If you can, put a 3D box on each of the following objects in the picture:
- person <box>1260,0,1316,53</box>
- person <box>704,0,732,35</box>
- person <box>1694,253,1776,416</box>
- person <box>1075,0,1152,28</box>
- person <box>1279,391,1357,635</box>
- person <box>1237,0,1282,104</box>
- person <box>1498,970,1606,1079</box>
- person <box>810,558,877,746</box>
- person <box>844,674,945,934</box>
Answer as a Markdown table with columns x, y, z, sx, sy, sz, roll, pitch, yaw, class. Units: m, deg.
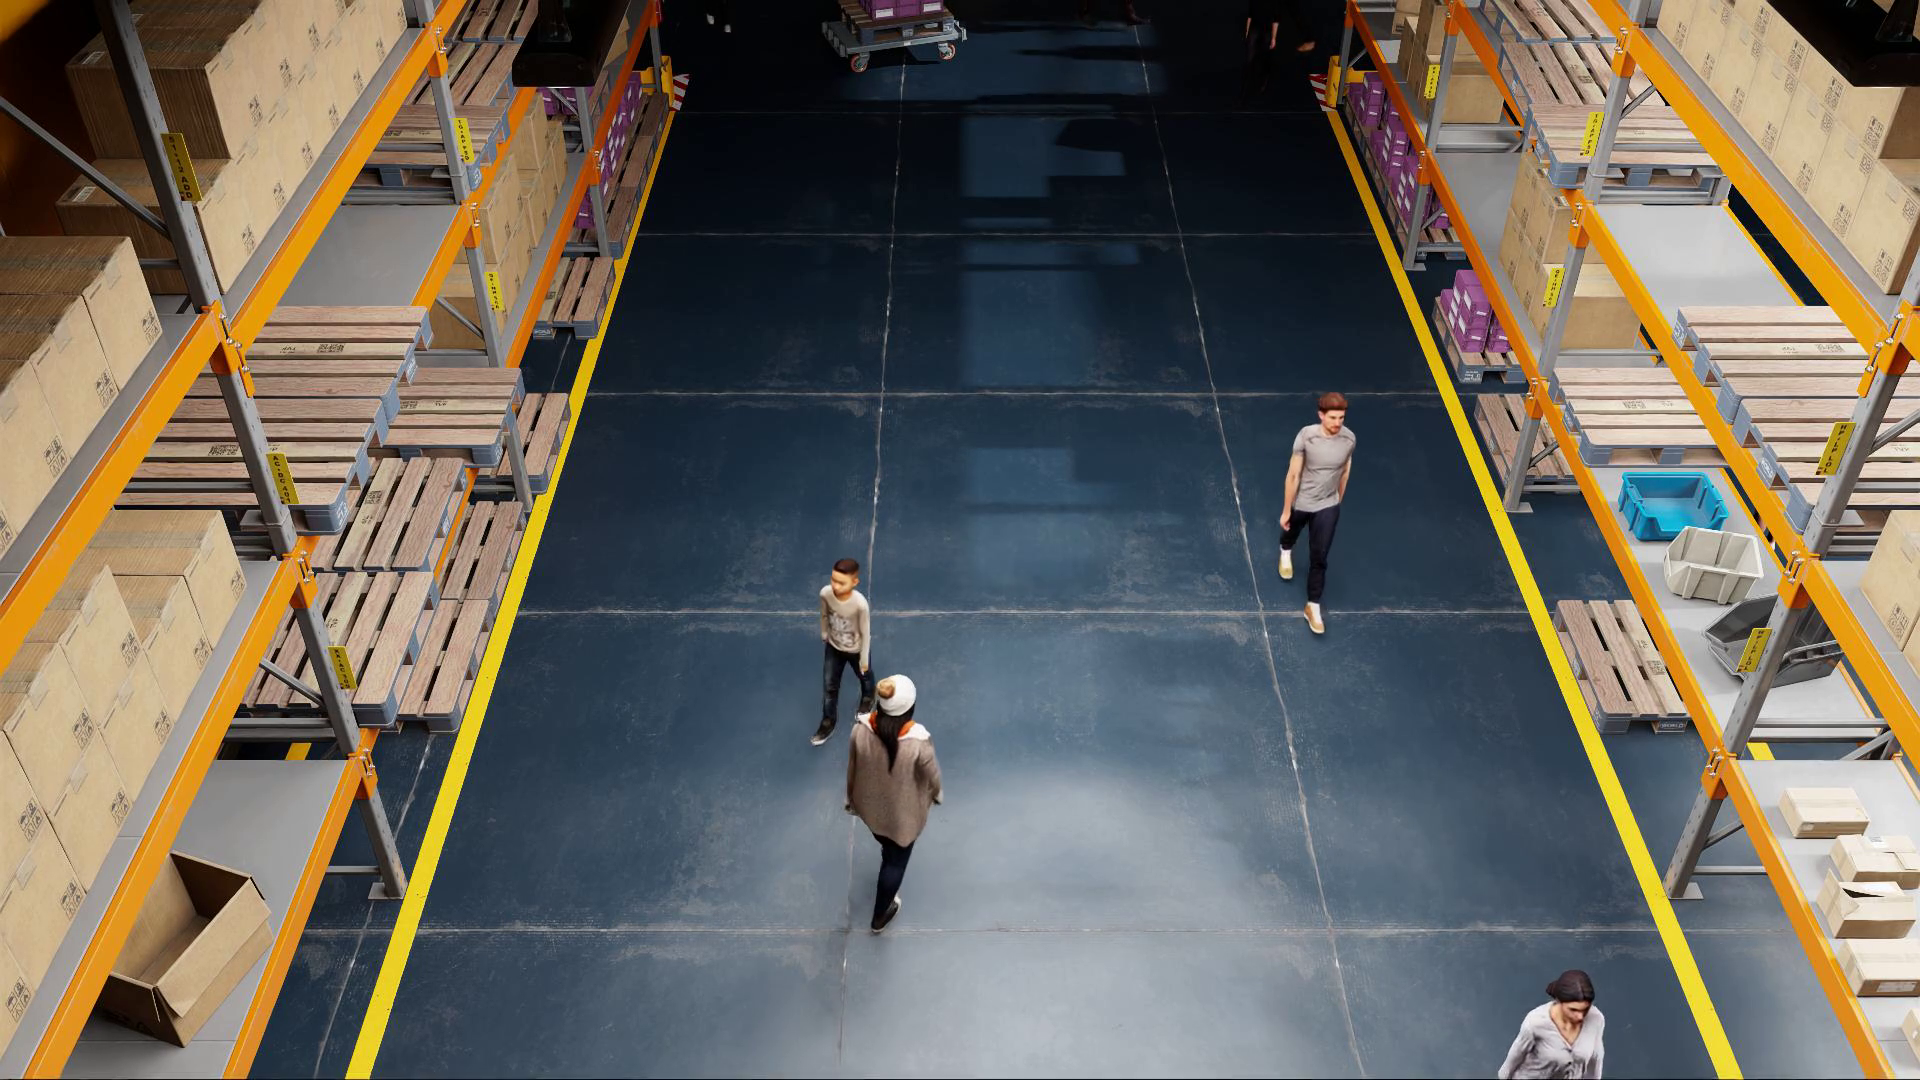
| x | y | z | sx | sy | sz | roll | pitch | yaw | class |
| --- | --- | --- | --- | --- | --- | --- | --- | --- | --- |
| 4.186 | -6.814 | 20.593 | 0.904 | 1.616 | 1.032 | 9 | 39 | 11 | person |
| -3.193 | -7.363 | 21.256 | 0.773 | 1.647 | 1.116 | -6 | 39 | -8 | person |
| 6.434 | -1.547 | 13.820 | 0.717 | 1.837 | 0.701 | 3 | 39 | 3 | person |
| 1.824 | -7.390 | 21.155 | 0.994 | 1.814 | 1.235 | 10 | 40 | 12 | person |
| 2.571 | -0.333 | 12.288 | 0.654 | 1.852 | 1.171 | 0 | 39 | 0 | person |
| 3.591 | -5.995 | 19.577 | 0.883 | 1.604 | 1.149 | 16 | 41 | 19 | person |
| 2.960 | 2.719 | 8.576 | 0.771 | 1.716 | 1.188 | -8 | 39 | -10 | person |
| -0.724 | 0.672 | 11.358 | 0.785 | 1.443 | 0.949 | 15 | 41 | 18 | person |
| -0.456 | 1.595 | 9.865 | 0.995 | 1.863 | 1.178 | 17 | 41 | 20 | person |
